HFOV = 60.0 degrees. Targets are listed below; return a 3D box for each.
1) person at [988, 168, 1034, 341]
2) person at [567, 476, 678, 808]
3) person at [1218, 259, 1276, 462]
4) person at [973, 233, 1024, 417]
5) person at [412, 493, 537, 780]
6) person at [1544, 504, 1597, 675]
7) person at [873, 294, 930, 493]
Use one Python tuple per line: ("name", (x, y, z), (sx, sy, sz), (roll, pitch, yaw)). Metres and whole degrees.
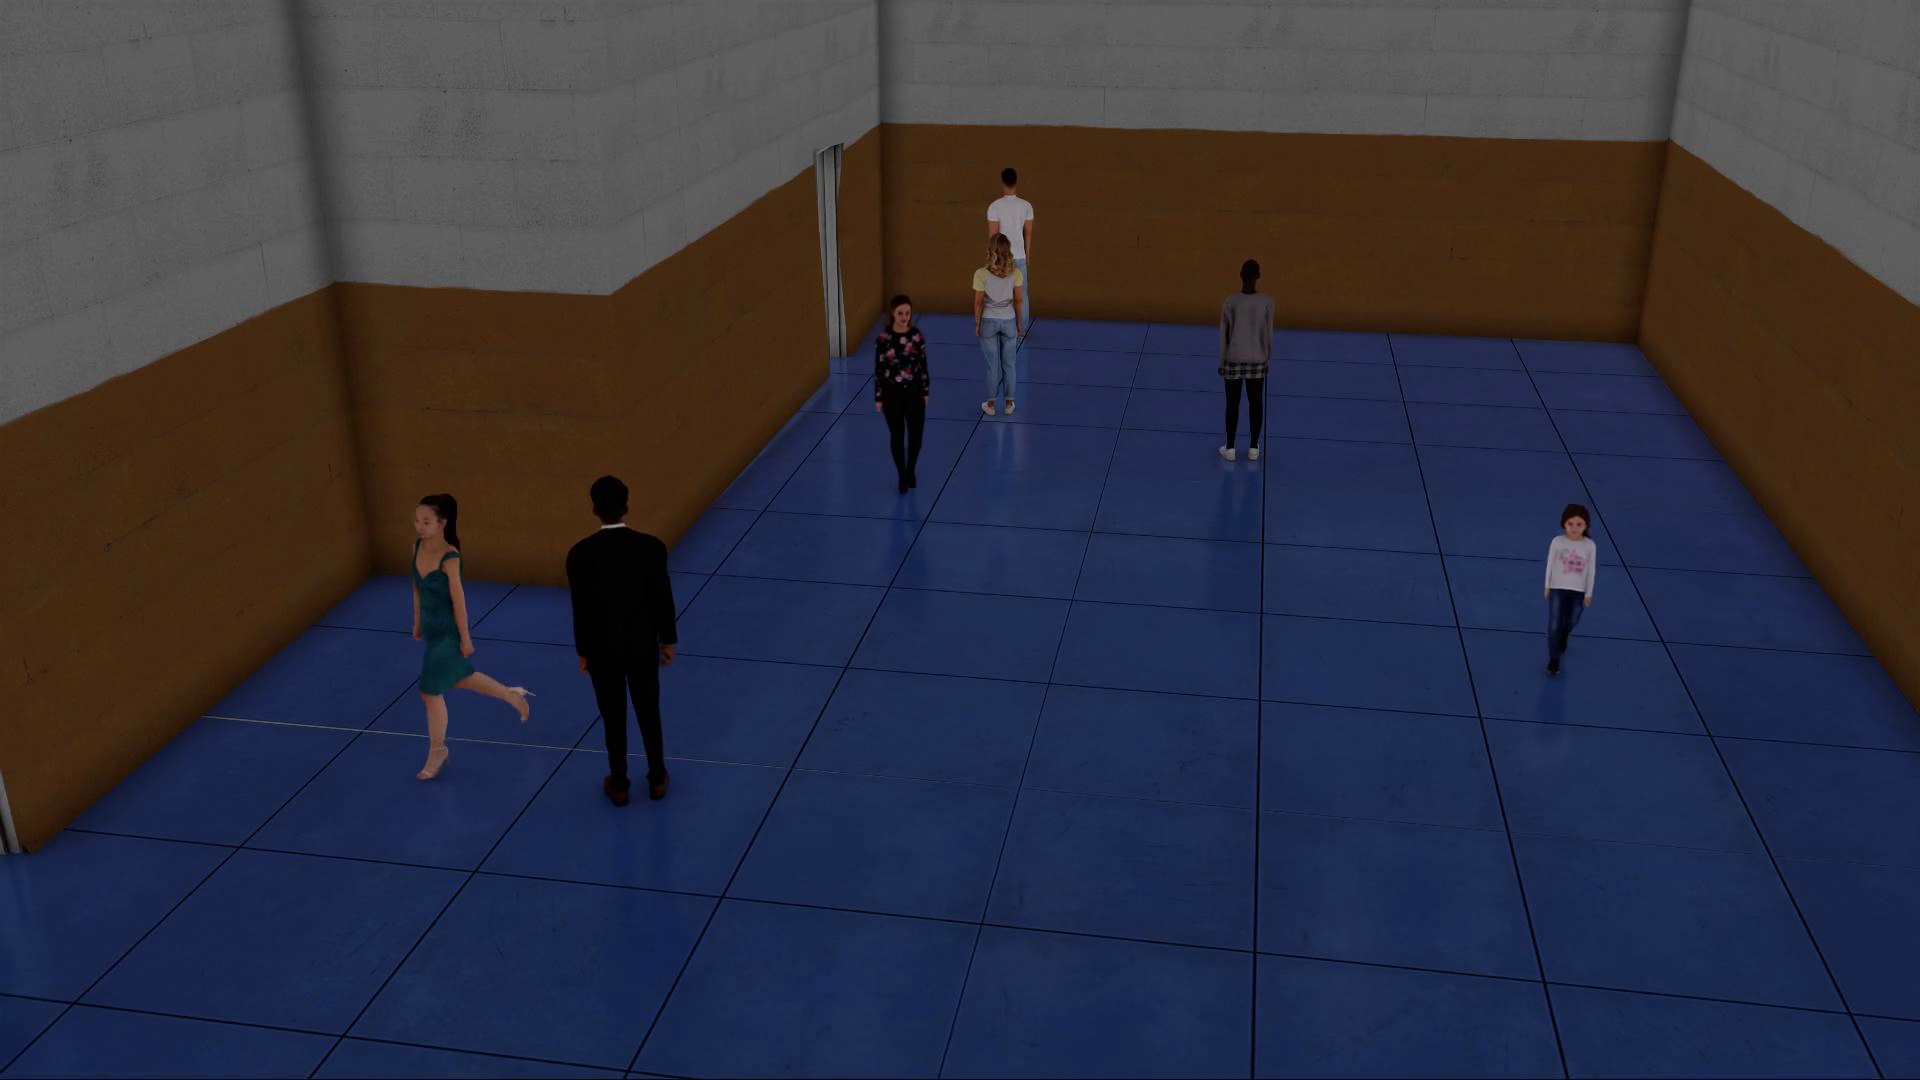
("person", (0.539, -3.117, 18.163), (0.689, 1.863, 0.819), (-7, 23, -18))
("person", (-1.827, 0.555, 9.000), (0.693, 1.882, 0.837), (-8, 23, -19))
("person", (2.472, -1.555, 14.400), (0.534, 1.771, 0.713), (0, 22, -1))
("person", (0.365, -2.018, 15.595), (0.594, 1.723, 0.747), (-3, 22, -7))
("person", (-2.831, 0.523, 9.386), (0.979, 1.653, 0.990), (-18, 28, -38))
("person", (3.928, 0.285, 10.730), (0.713, 1.094, 0.556), (6, 23, 16))
("person", (-0.479, -1.224, 13.711), (0.577, 1.670, 0.728), (-2, 22, -4))
